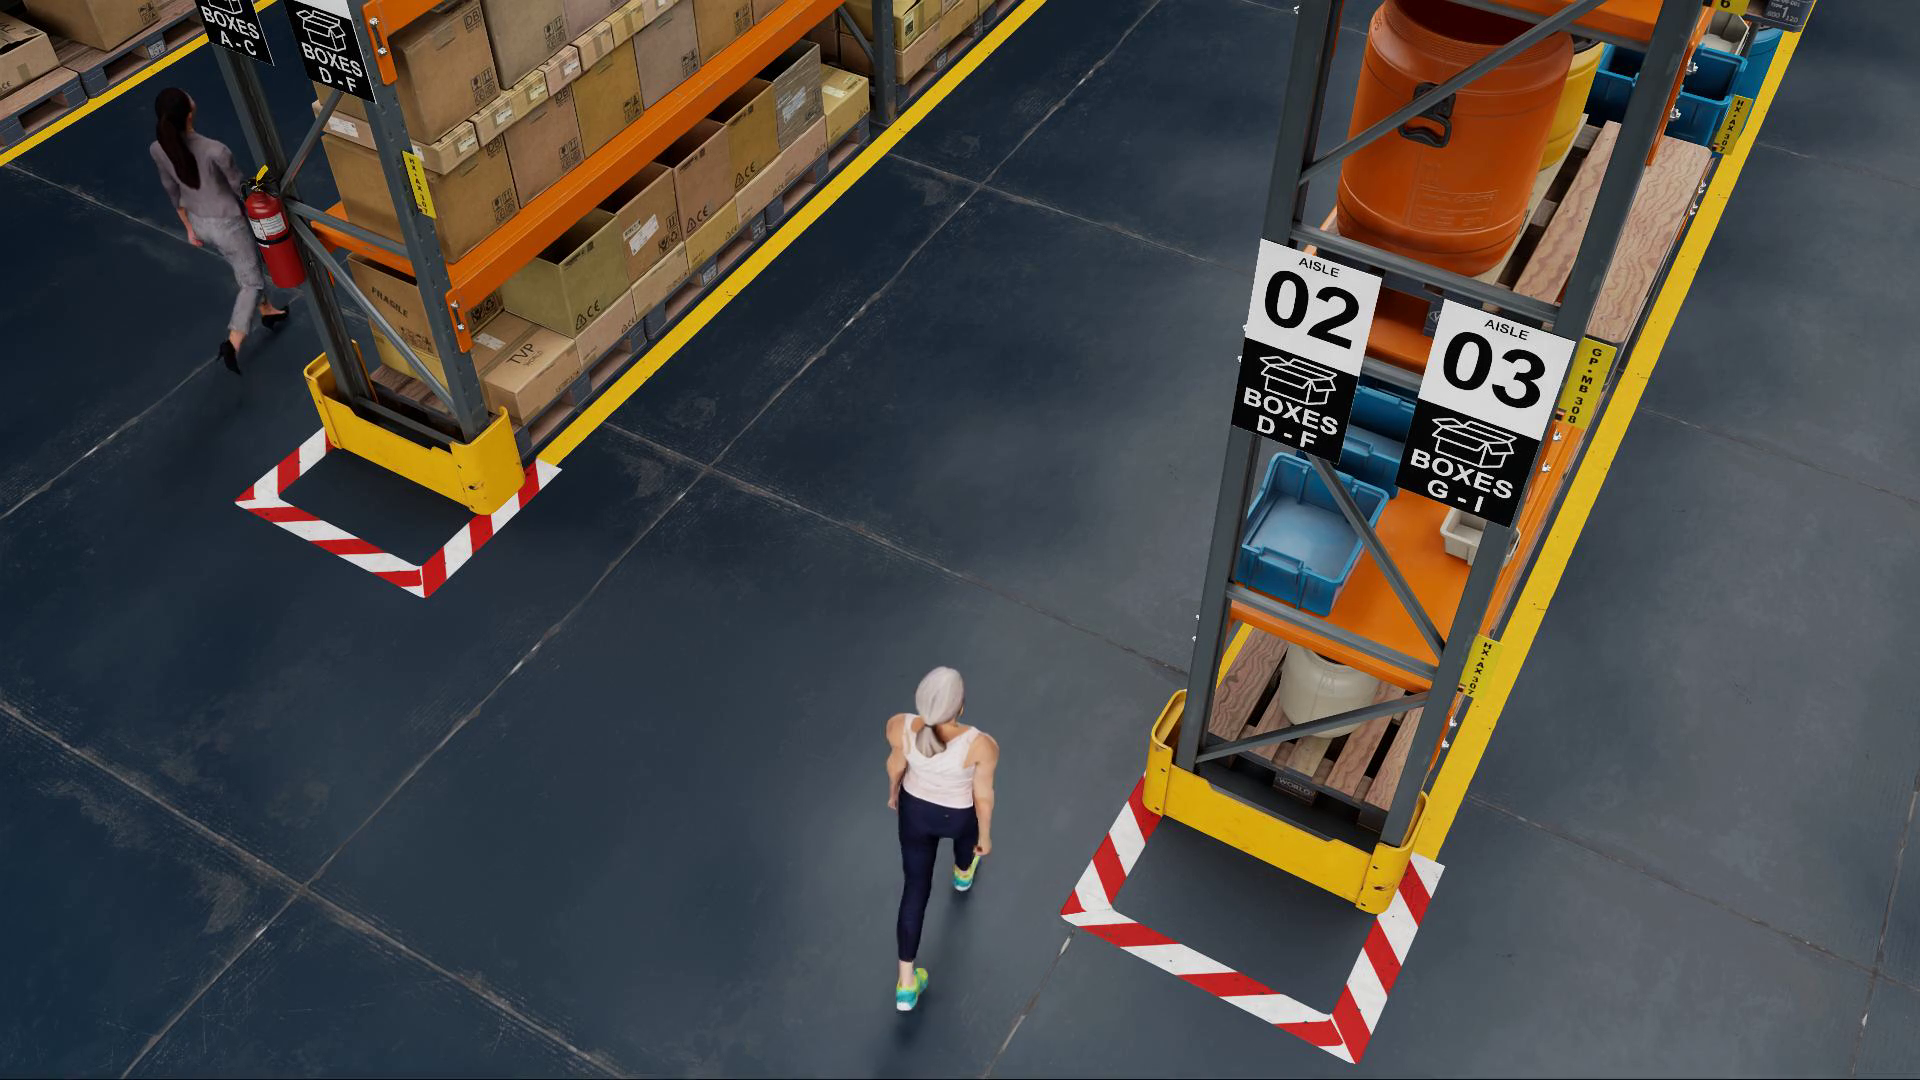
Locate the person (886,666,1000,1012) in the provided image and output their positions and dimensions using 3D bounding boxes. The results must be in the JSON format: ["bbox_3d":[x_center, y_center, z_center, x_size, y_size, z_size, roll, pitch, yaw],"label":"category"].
[{"bbox_3d":[-0.108,1.149,6.439,0.829,1.664,1.220,11,48,10],"label":"person"}]

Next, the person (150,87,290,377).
[{"bbox_3d":[-4.019,-1.639,9.021,0.793,1.657,1.077,9,48,8],"label":"person"}]
